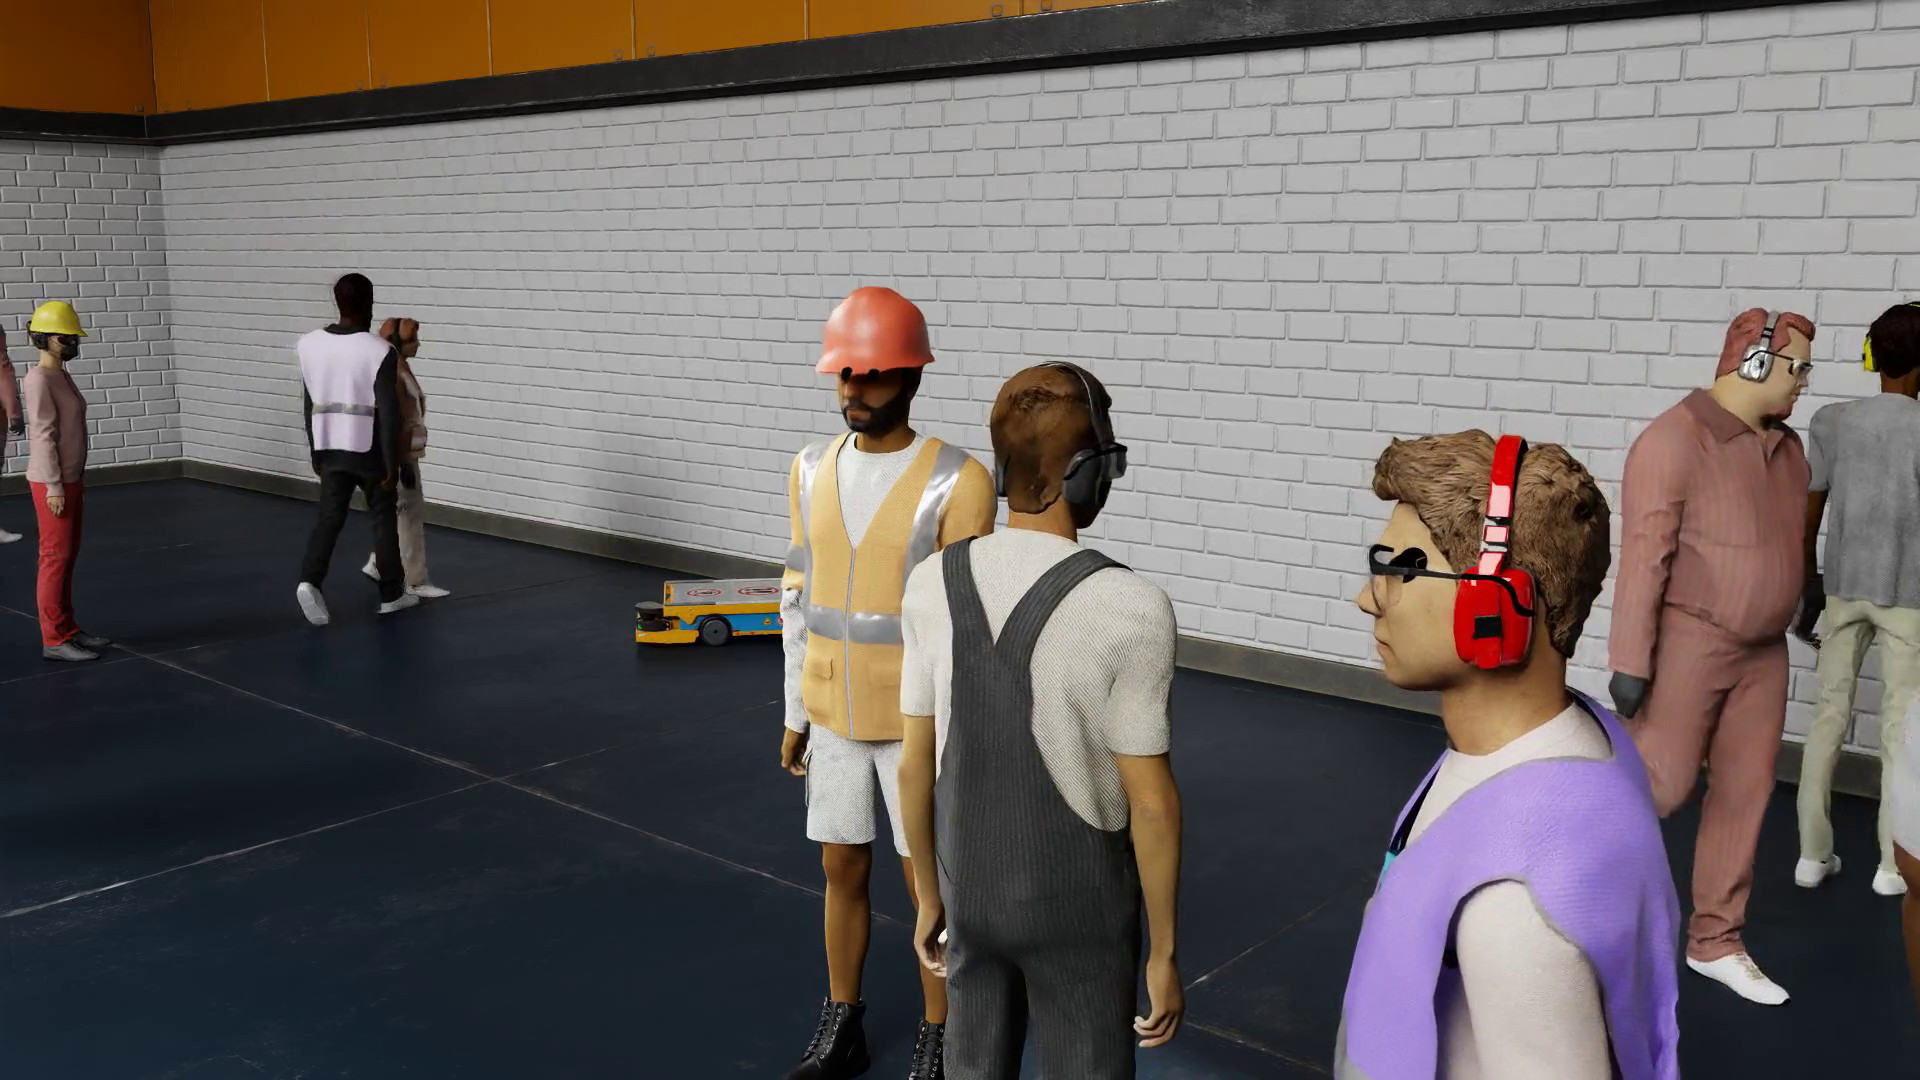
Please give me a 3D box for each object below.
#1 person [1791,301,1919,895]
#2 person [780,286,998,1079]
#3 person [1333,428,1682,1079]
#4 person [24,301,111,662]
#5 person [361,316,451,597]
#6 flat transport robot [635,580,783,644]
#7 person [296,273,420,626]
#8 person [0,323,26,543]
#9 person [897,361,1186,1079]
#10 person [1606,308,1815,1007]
[{"bbox_3d":[2.880,0.203,5.226,0.531,1.862,0.553,-8,13,-39],"label":"person"},{"bbox_3d":[-0.186,0.395,3.822,0.542,1.939,0.356,5,11,26],"label":"person"},{"bbox_3d":[0.570,0.806,1.744,0.391,1.846,0.564,3,10,18],"label":"person"},{"bbox_3d":[-4.414,-0.288,8.214,0.323,1.767,0.537,-3,10,-17],"label":"person"},{"bbox_3d":[-3.244,-0.473,9.649,0.417,1.642,0.549,-3,10,-17],"label":"person"},{"bbox_3d":[-0.981,0.356,8.787,1.431,0.197,0.652,-2,10,-10],"label":"flat transport robot"},{"bbox_3d":[-3.300,-0.490,9.002,0.609,1.892,0.828,2,10,10],"label":"person"},{"bbox_3d":[-6.650,-0.902,11.336,0.685,1.892,0.429,5,11,27],"label":"person"},{"bbox_3d":[0.135,0.629,2.760,0.517,1.842,0.327,7,12,34],"label":"person"},{"bbox_3d":[2.046,0.282,4.670,0.669,1.867,0.768,-5,11,-25],"label":"person"}]
